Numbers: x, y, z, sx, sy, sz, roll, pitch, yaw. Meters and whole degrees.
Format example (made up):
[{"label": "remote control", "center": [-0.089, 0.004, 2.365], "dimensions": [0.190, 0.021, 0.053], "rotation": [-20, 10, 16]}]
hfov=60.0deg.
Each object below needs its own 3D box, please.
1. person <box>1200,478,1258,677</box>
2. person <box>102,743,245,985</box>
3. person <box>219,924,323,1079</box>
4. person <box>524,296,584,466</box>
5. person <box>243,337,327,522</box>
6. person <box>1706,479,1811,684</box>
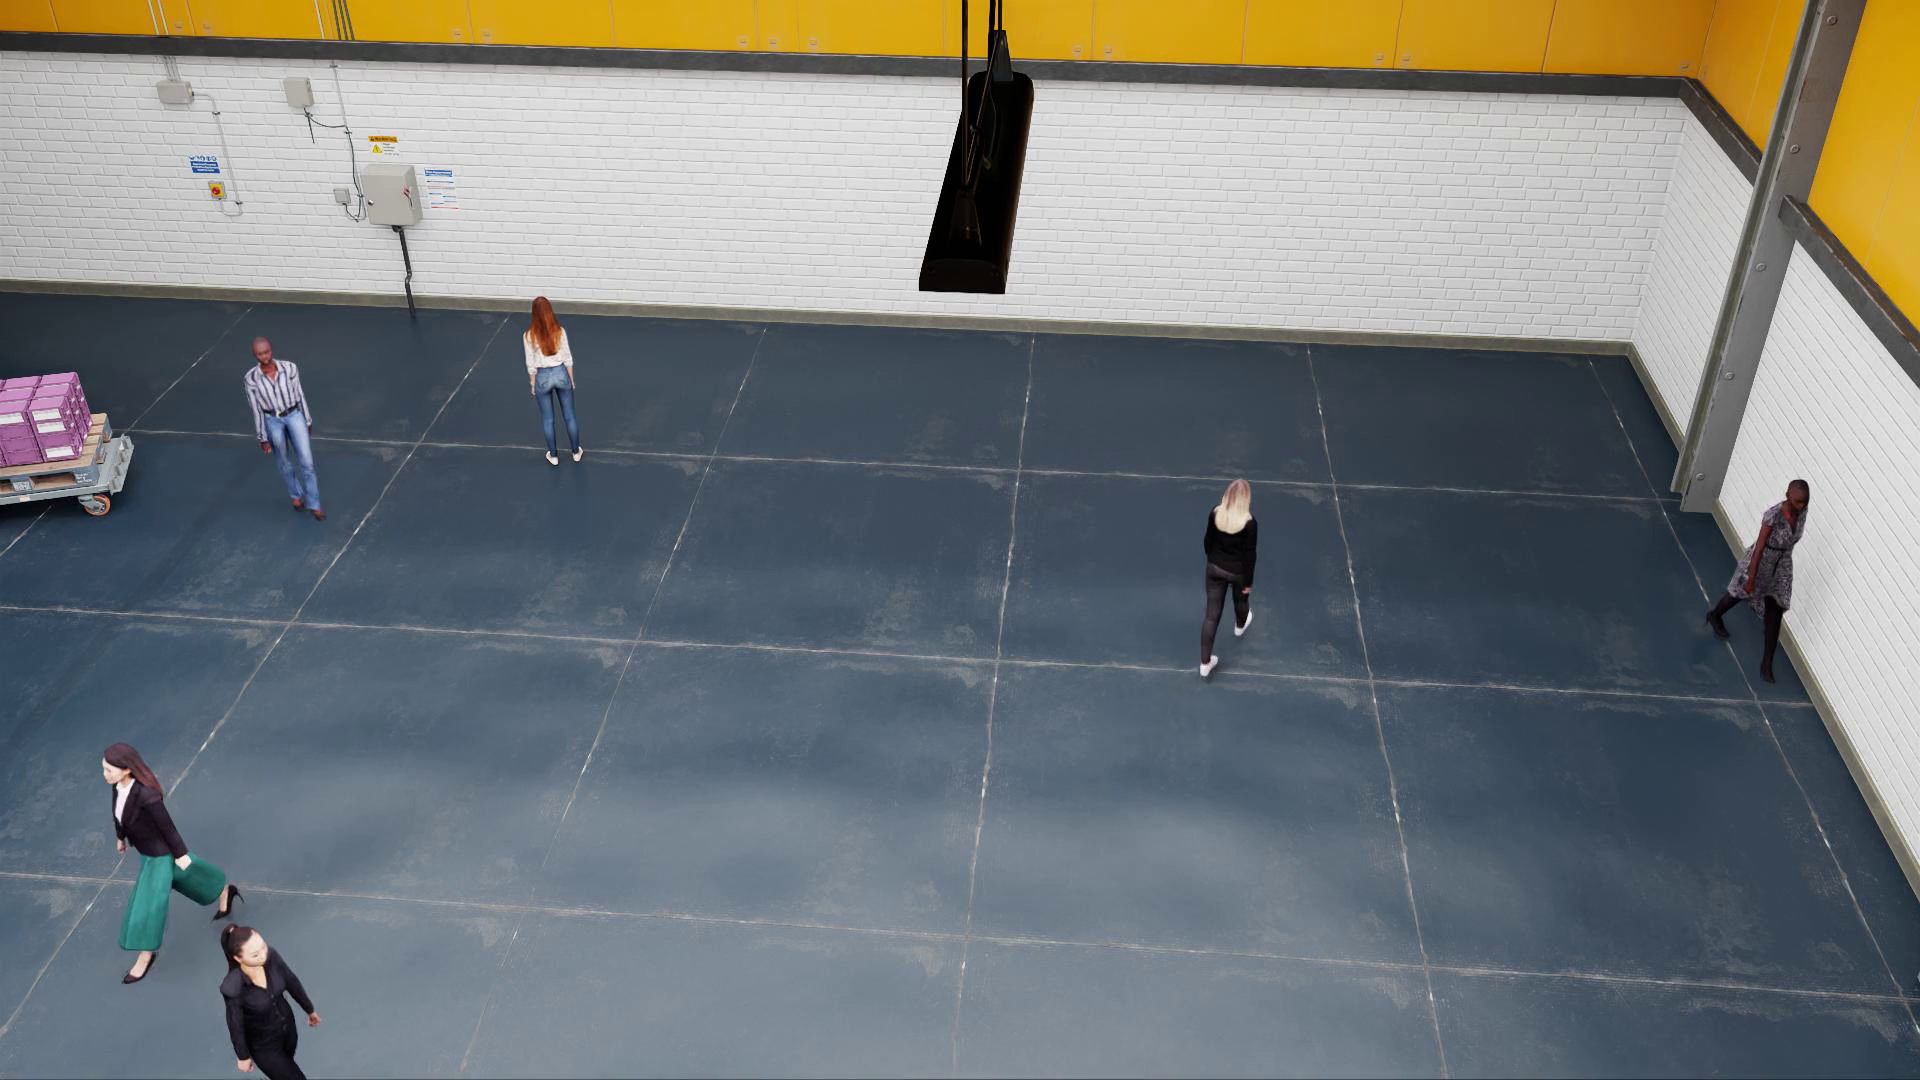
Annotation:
[{"label": "person", "center": [2.060, 0.322, 13.049], "dimensions": [0.942, 1.636, 1.214], "rotation": [18, 38, 25]}, {"label": "person", "center": [-5.021, 1.938, 10.570], "dimensions": [1.023, 1.688, 1.203], "rotation": [24, 40, 31]}, {"label": "person", "center": [-3.913, 2.775, 9.306], "dimensions": [0.757, 1.695, 0.759], "rotation": [9, 35, 14]}, {"label": "person", "center": [-3.850, -1.509, 15.720], "dimensions": [0.644, 1.729, 0.633], "rotation": [-10, 35, -15]}, {"label": "person", "center": [-6.117, -1.051, 14.990], "dimensions": [0.907, 1.774, 0.996], "rotation": [-18, 38, -25]}, {"label": "person", "center": [6.314, 0.206, 13.143], "dimensions": [0.950, 1.726, 1.237], "rotation": [-14, 36, -20]}]
